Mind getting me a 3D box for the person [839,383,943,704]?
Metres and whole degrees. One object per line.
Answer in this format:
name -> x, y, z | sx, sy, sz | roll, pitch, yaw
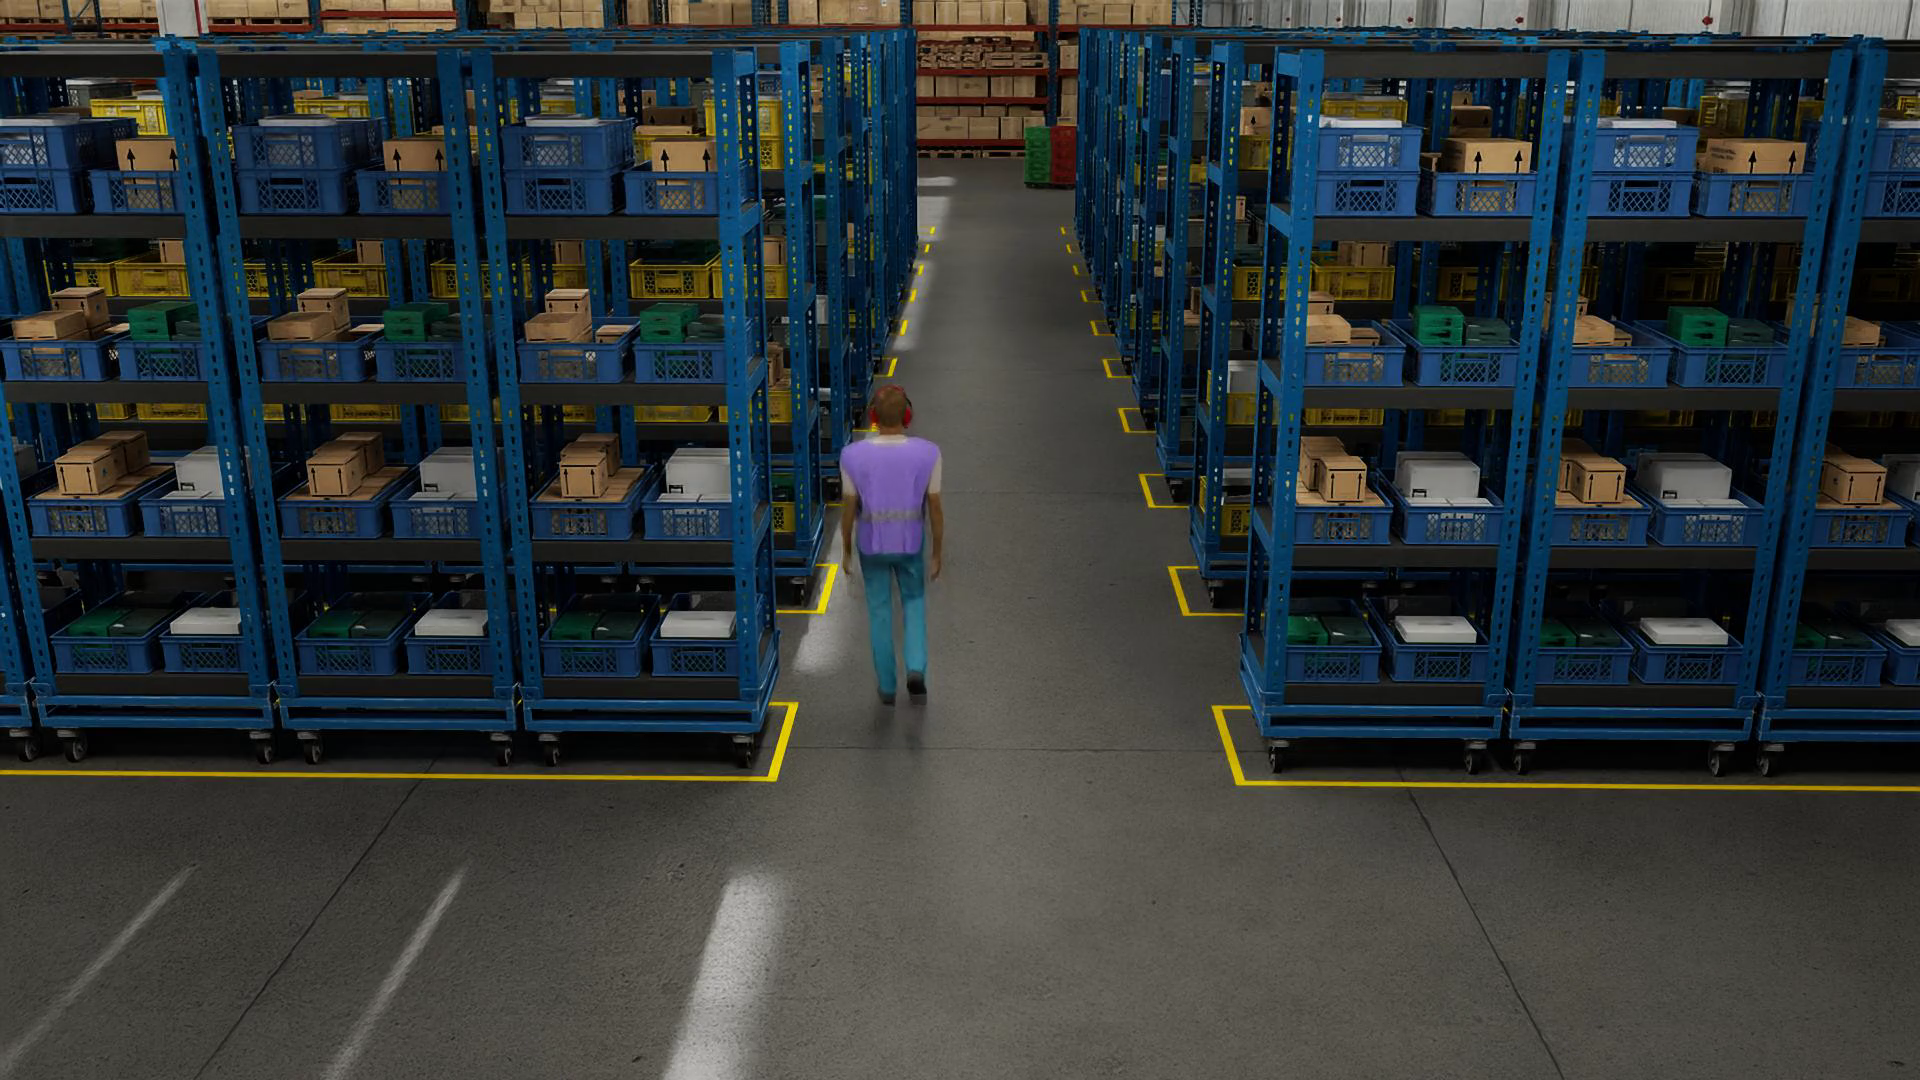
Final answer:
person -> -0.382, 0.043, 9.235 | 0.562, 1.830, 0.443 | -3, 18, -8
